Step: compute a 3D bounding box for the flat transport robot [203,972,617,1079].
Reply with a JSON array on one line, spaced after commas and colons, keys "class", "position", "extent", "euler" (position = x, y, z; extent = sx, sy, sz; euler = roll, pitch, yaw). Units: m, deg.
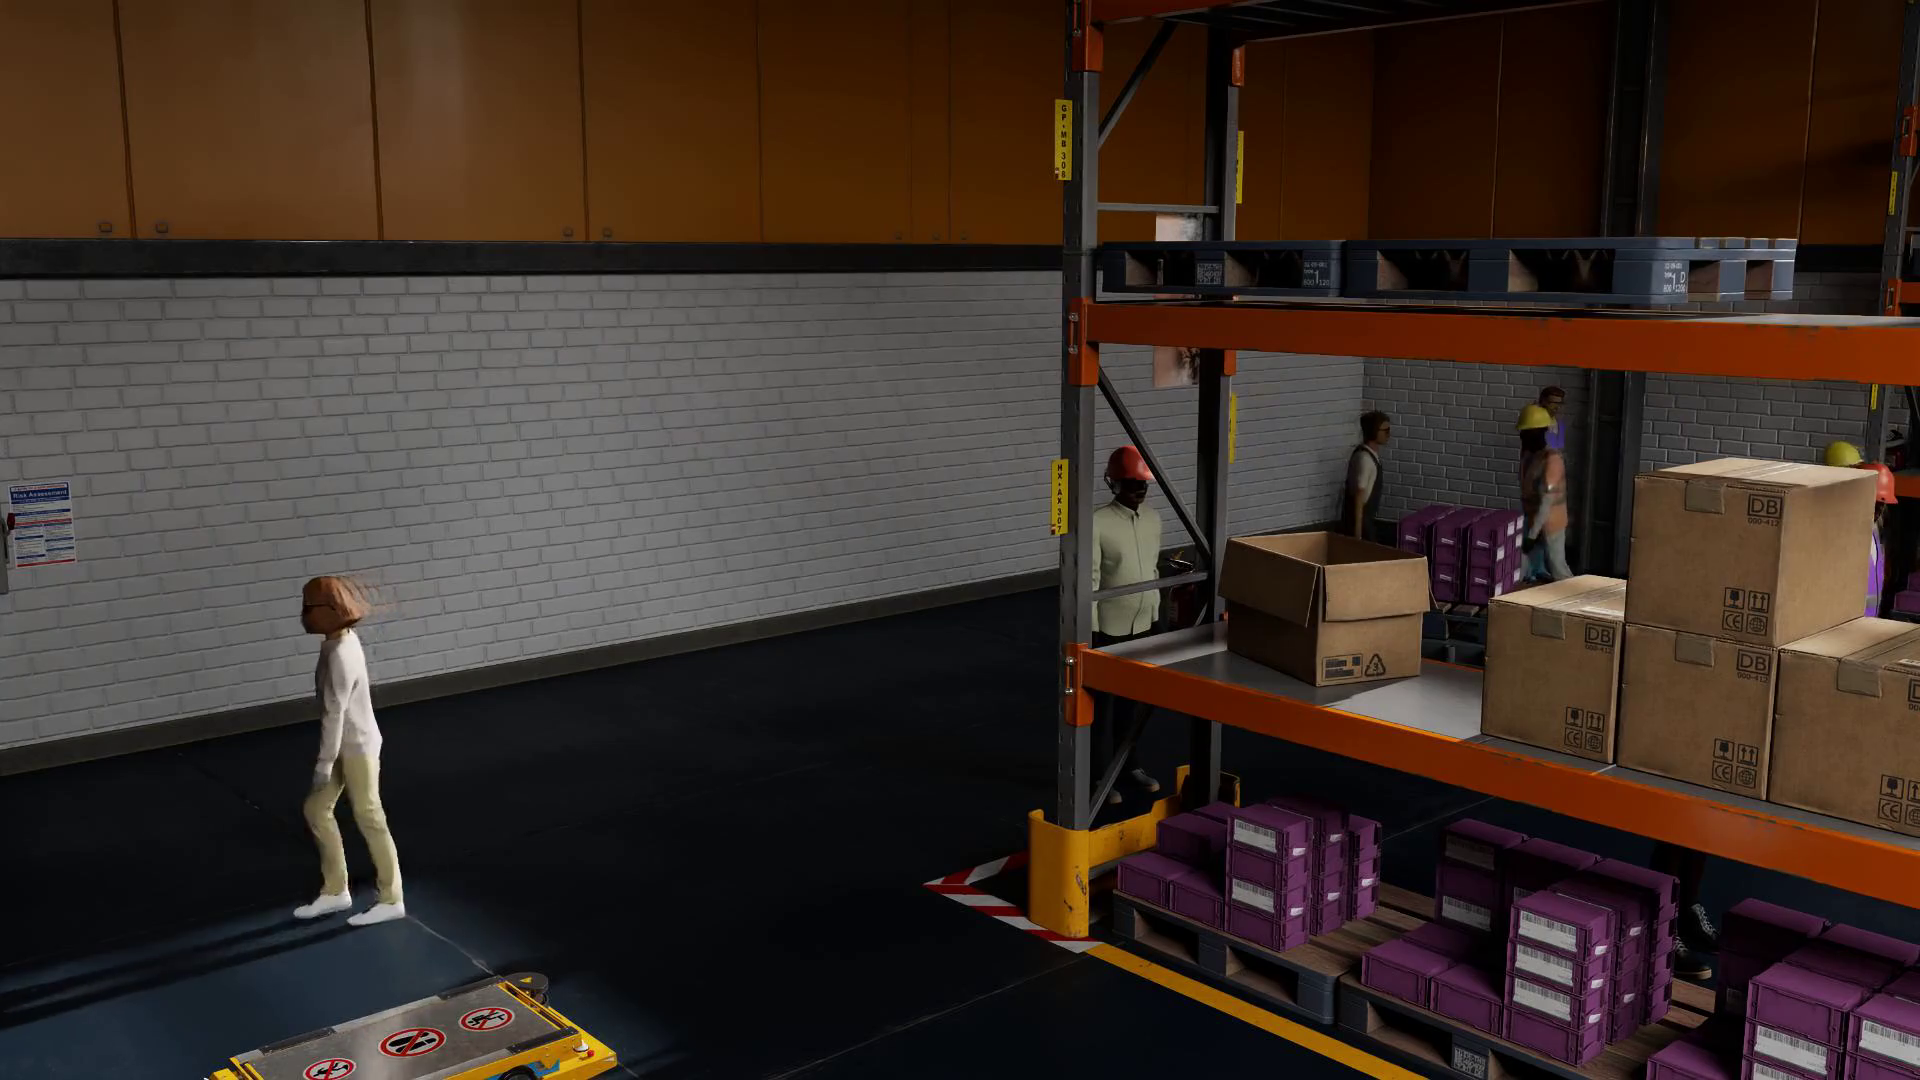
[{"class": "flat transport robot", "position": [-2.018, 1.903, 5.912], "extent": [1.431, 0.197, 0.652], "euler": [-8, 13, -41]}]

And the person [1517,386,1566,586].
[{"class": "person", "position": [5.393, -0.509, 15.449], "extent": [0.563, 1.839, 0.392], "euler": [-8, 13, -39]}]

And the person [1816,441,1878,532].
[{"class": "person", "position": [6.091, 0.231, 11.249], "extent": [0.770, 1.797, 0.626], "euler": [7, 12, 35]}]

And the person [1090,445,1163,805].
[{"class": "person", "position": [0.914, 0.461, 9.309], "extent": [0.609, 1.996, 0.383], "euler": [-8, 13, -39]}]

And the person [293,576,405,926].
[{"class": "person", "position": [-2.824, 0.964, 7.474], "extent": [0.609, 1.613, 0.505], "euler": [-5, 11, -26]}]

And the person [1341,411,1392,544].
[{"class": "person", "position": [3.150, -0.150, 13.462], "extent": [0.820, 1.817, 0.512], "euler": [2, 10, 14]}]

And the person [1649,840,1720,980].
[{"class": "person", "position": [3.175, 0.860, 7.078], "extent": [0.601, 1.961, 0.372], "euler": [-8, 13, -39]}]

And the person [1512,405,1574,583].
[{"class": "person", "position": [4.503, -0.121, 13.079], "extent": [0.979, 1.868, 0.633], "euler": [-1, 10, -3]}]

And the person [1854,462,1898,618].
[{"class": "person", "position": [4.859, 0.532, 9.087], "extent": [0.542, 1.931, 0.376], "euler": [-8, 13, -39]}]
